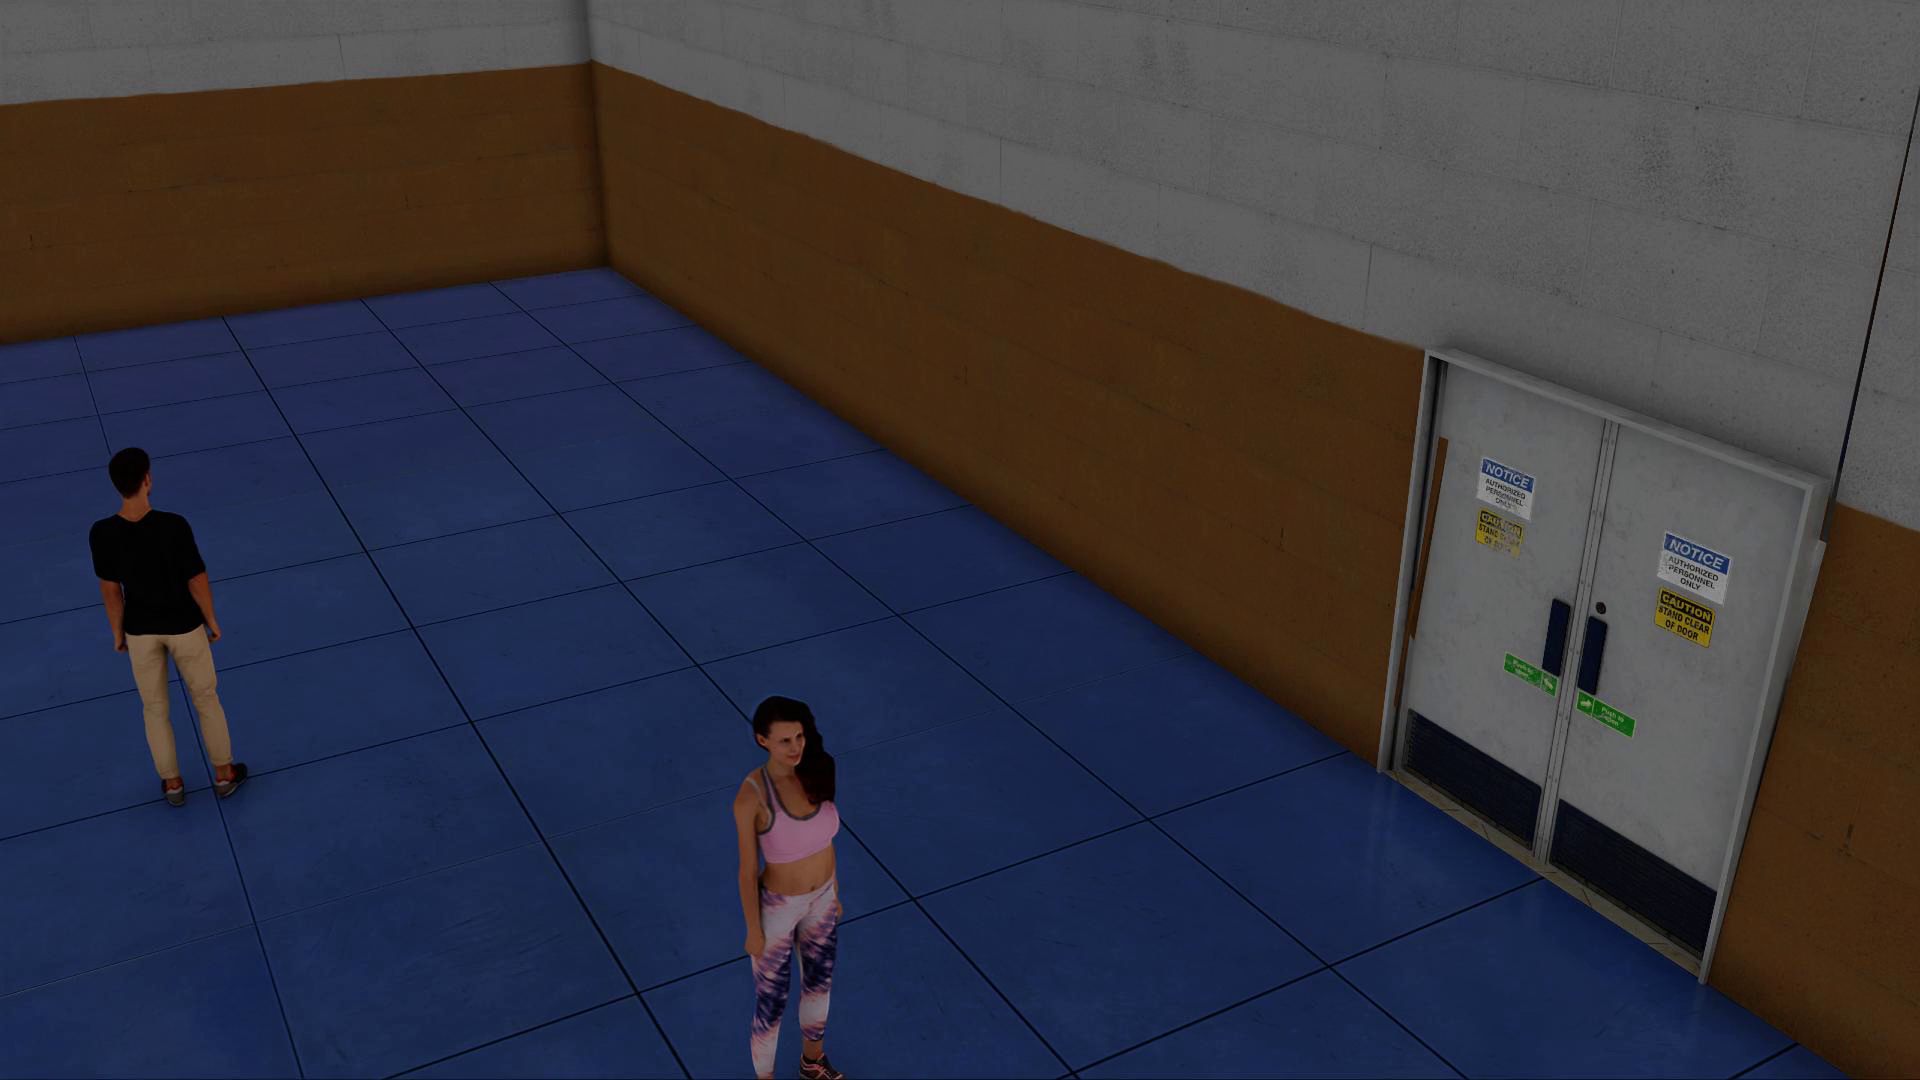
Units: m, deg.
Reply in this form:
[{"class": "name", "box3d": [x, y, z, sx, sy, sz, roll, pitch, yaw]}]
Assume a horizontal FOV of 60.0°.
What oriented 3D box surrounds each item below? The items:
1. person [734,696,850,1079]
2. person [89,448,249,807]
[{"class": "person", "box3d": [-0.616, 1.369, 6.148, 0.534, 1.766, 0.695, -20, 31, -38]}, {"class": "person", "box3d": [-3.890, 0.439, 8.138, 0.546, 1.850, 0.746, -7, 25, -15]}]
